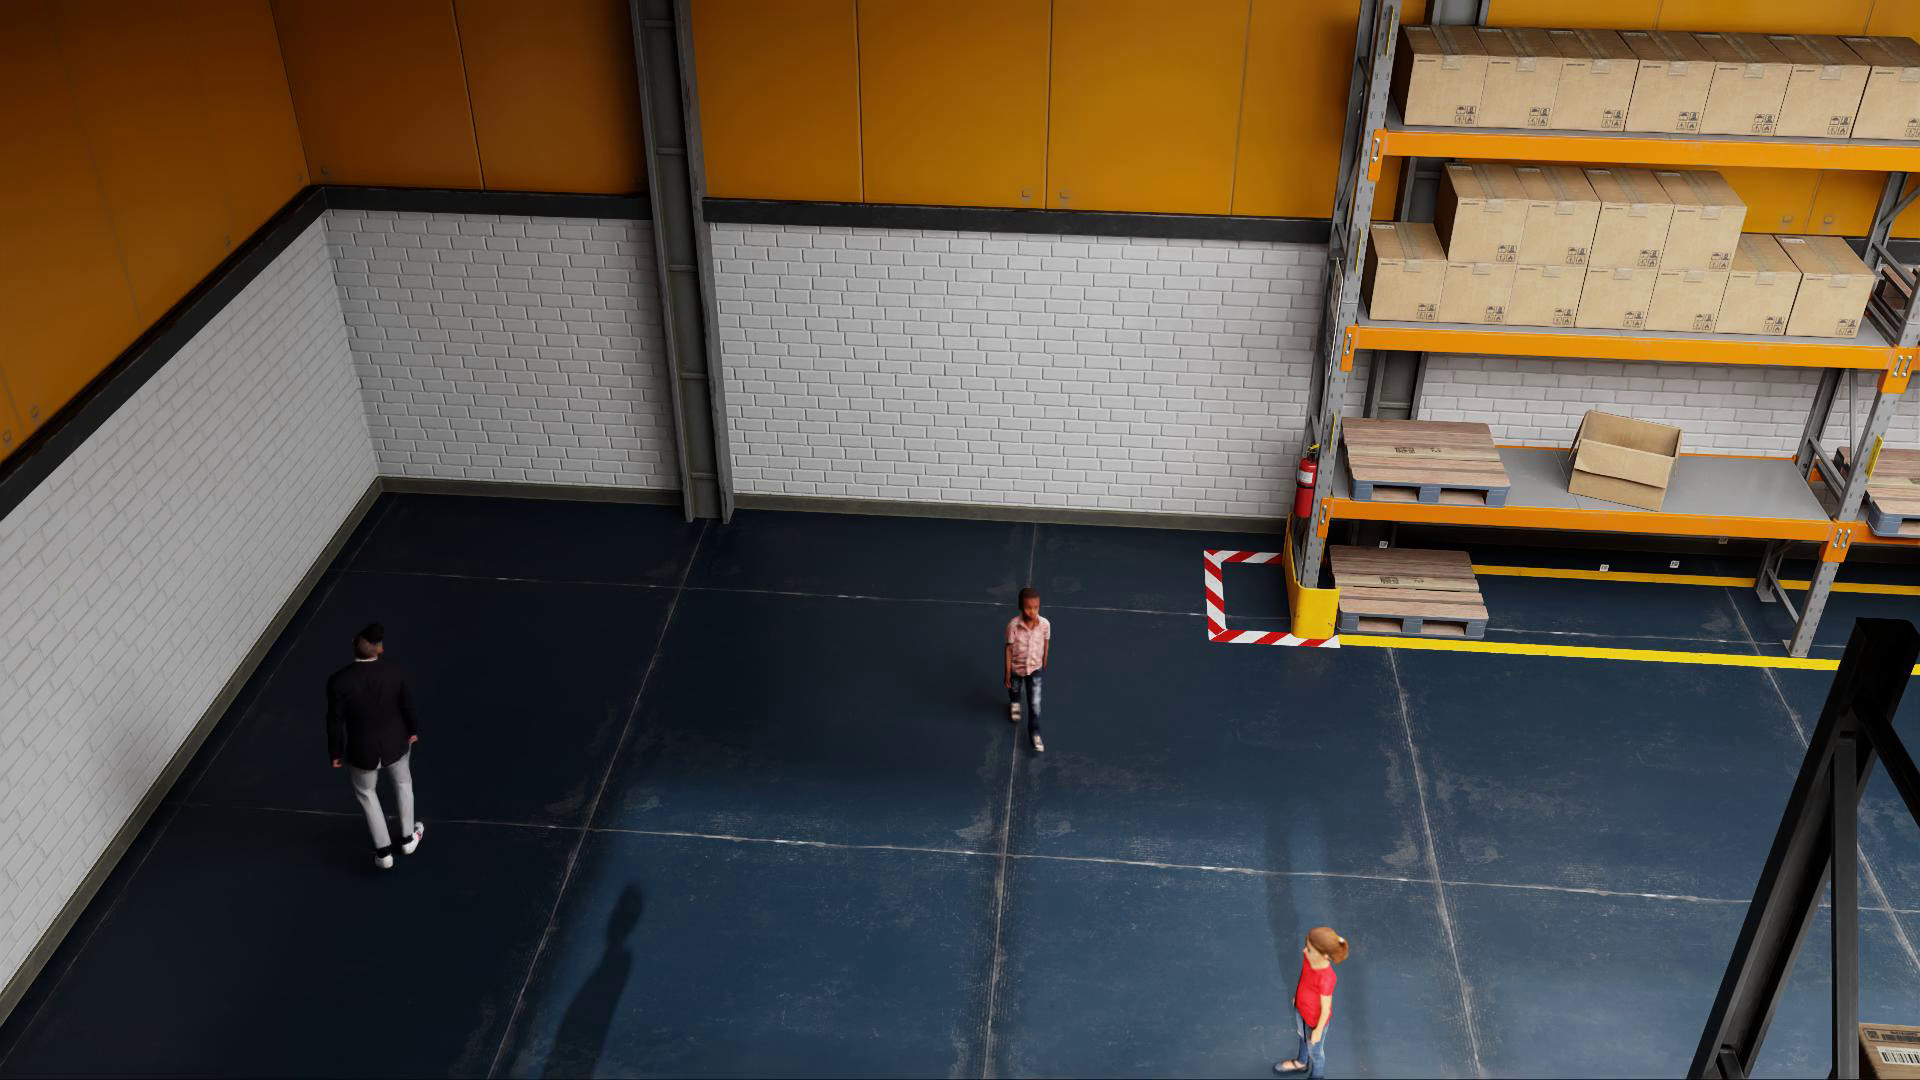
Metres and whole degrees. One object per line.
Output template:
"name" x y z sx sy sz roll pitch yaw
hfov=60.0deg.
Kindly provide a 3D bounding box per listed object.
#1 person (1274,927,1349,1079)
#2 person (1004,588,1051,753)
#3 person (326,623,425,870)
"person" 2.063 2.740 9.689 0.545 1.309 0.538 -6 34 -9
"person" 0.475 0.893 12.502 0.869 1.272 0.652 -2 34 -4
"person" -3.893 1.373 11.211 0.963 1.902 0.868 29 43 36
